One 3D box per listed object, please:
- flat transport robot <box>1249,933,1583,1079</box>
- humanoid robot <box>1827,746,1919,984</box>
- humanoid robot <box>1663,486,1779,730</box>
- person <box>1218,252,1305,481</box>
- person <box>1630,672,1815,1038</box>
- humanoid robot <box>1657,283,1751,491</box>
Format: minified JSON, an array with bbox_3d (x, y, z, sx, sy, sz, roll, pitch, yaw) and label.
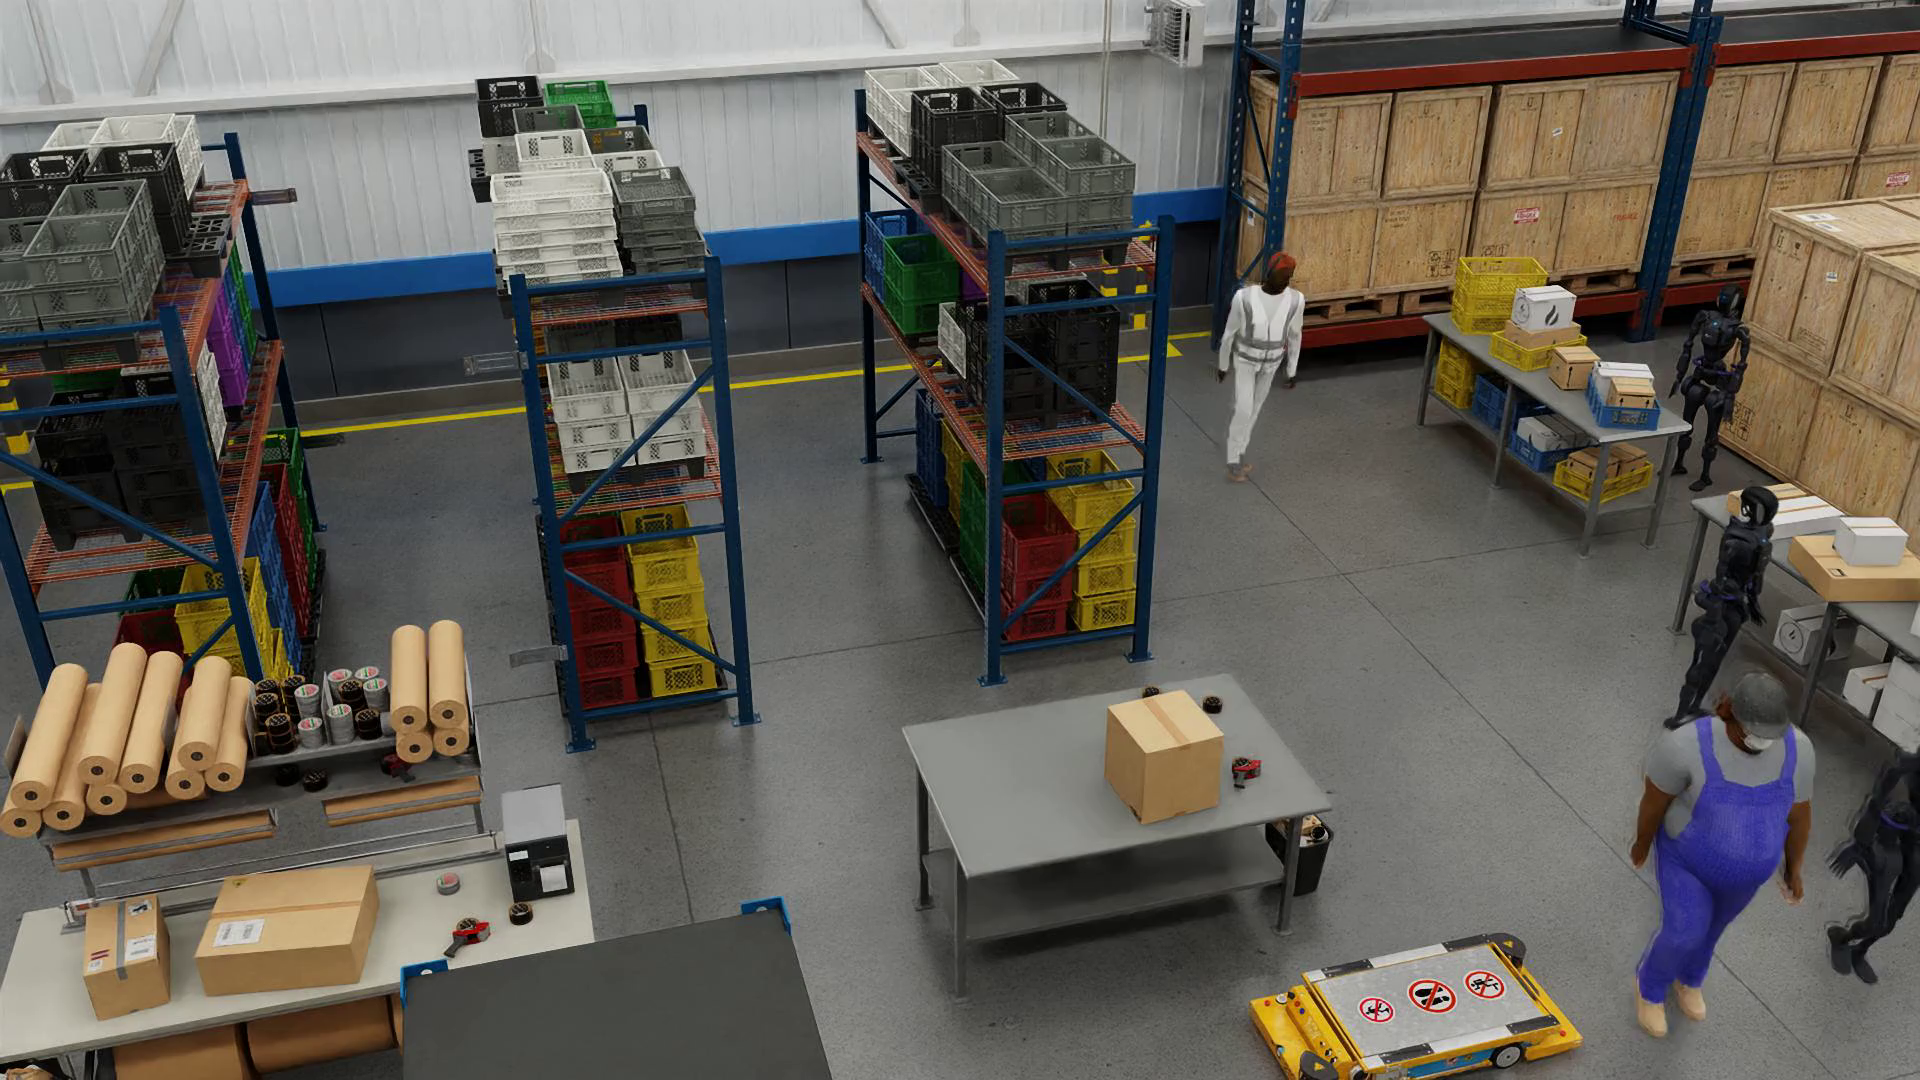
[{"bbox_3d":[2.184,2.282,7.980,1.431,0.197,0.652,-8,30,-14],"label":"flat transport robot"},{"bbox_3d":[4.562,1.486,8.004,0.602,1.646,0.424,-3,29,-6],"label":"humanoid robot"},{"bbox_3d":[4.579,0.423,9.914,0.591,1.657,0.327,-22,35,-34],"label":"humanoid robot"},{"bbox_3d":[2.343,-1.354,12.984,0.610,1.847,0.611,-6,29,-10],"label":"person"},{"bbox_3d":[3.522,1.452,7.682,0.699,2.000,0.600,-1,29,-2],"label":"person"},{"bbox_3d":[5.781,-1.193,12.851,0.326,1.660,0.591,-16,32,-26],"label":"humanoid robot"}]
